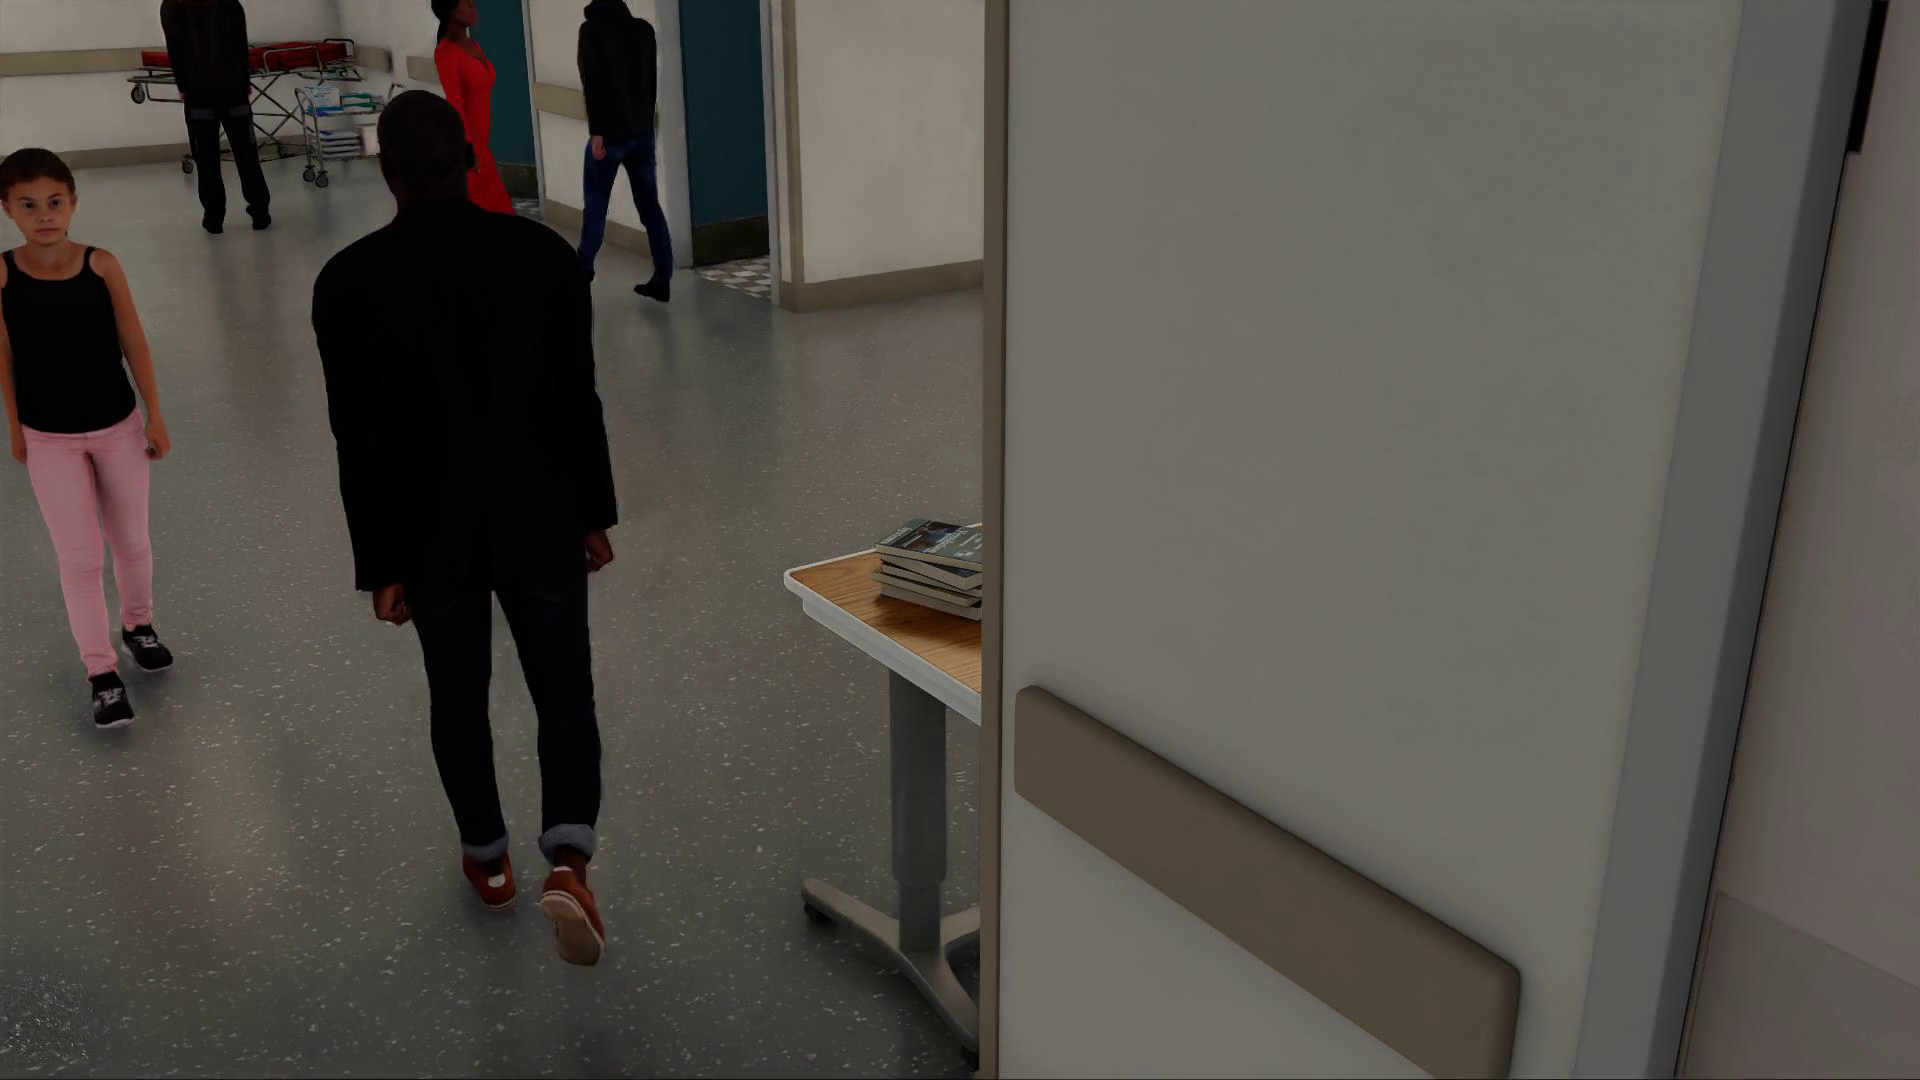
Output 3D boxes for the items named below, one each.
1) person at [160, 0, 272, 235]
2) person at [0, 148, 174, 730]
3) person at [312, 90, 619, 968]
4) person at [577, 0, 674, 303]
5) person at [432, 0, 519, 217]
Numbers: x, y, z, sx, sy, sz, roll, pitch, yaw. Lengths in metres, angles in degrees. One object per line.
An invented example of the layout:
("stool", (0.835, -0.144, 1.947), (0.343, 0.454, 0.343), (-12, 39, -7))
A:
("person", (-5.155, -3.114, 11.517), (0.714, 1.915, 0.632), (-10, 23, -25))
("person", (-2.425, -0.300, 4.617), (0.550, 1.540, 0.869), (-13, 24, -31))
("person", (-0.940, 0.040, 3.359), (0.895, 1.796, 1.117), (-7, 22, -18))
("person", (-1.826, -2.230, 9.288), (1.217, 1.841, 0.860), (18, 27, 40))
("person", (-2.707, -2.013, 8.860), (1.185, 1.739, 1.128), (3, 21, 9))
